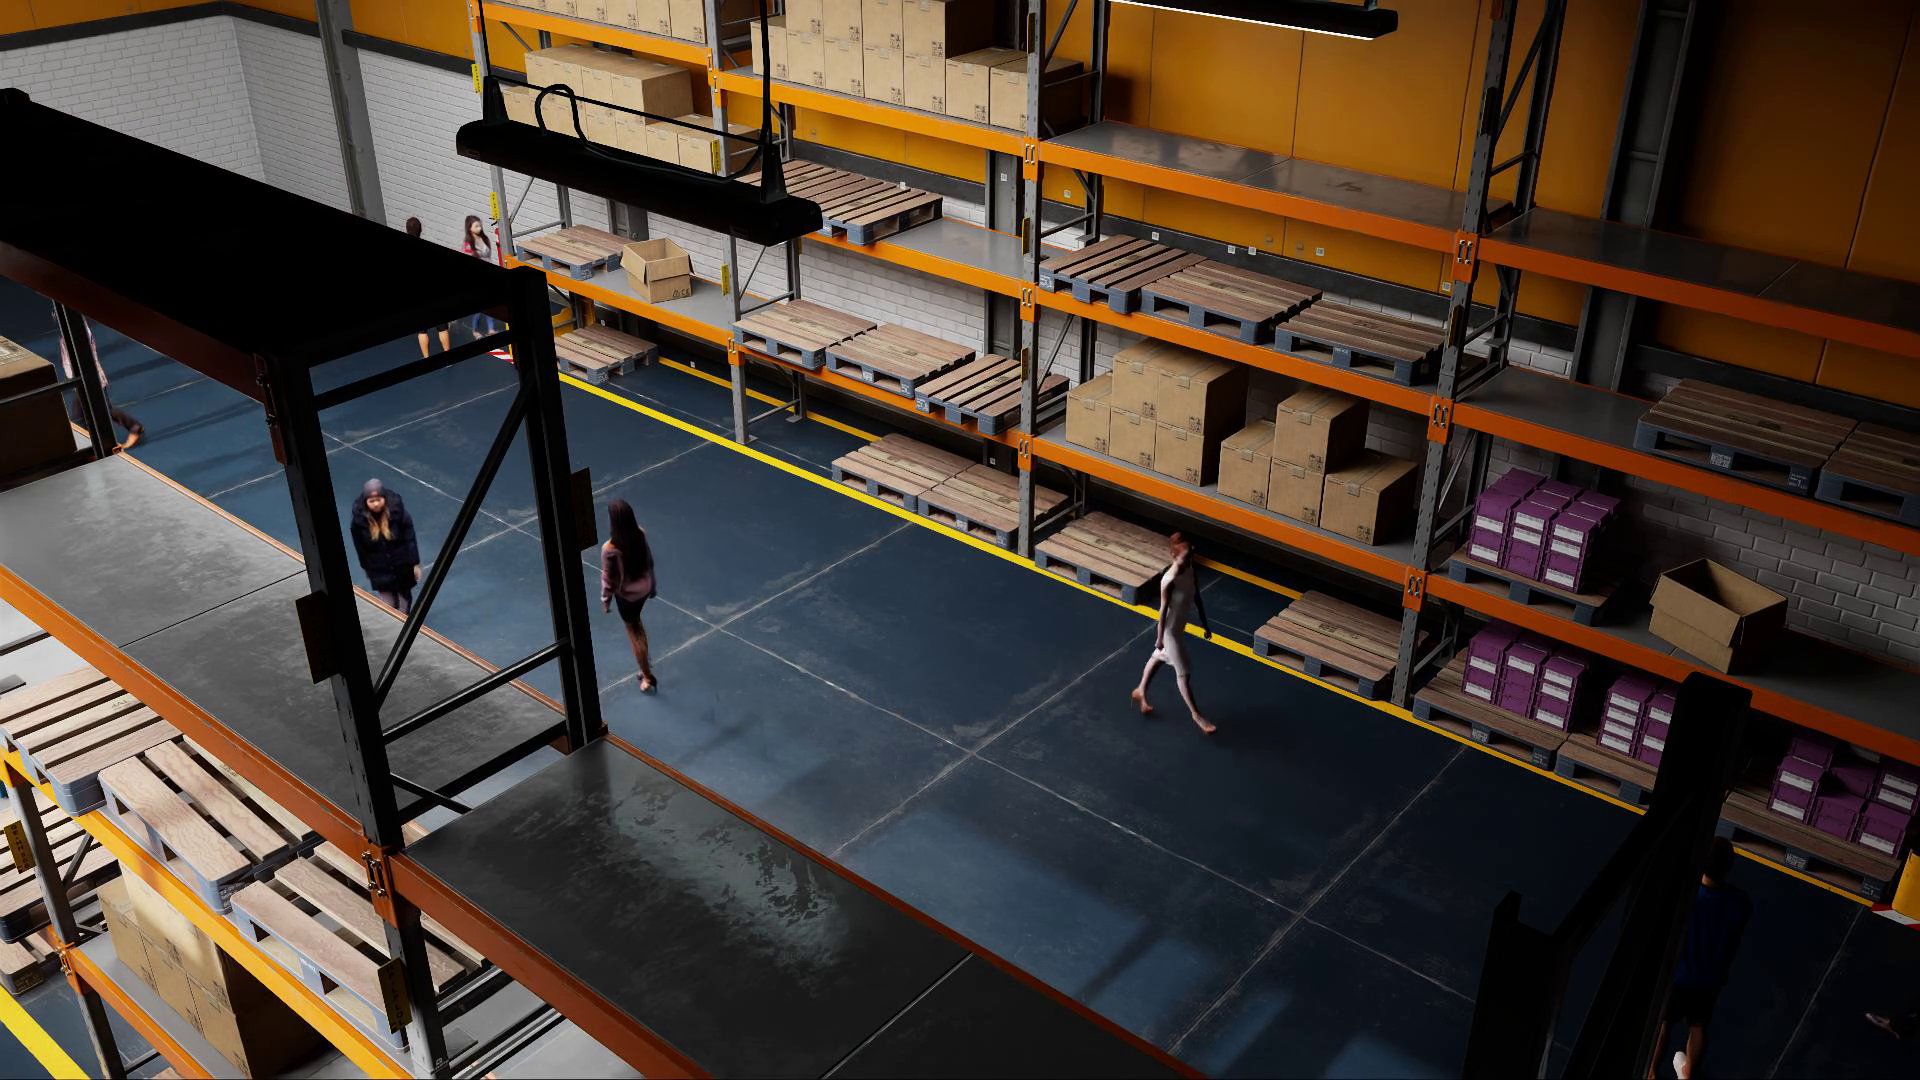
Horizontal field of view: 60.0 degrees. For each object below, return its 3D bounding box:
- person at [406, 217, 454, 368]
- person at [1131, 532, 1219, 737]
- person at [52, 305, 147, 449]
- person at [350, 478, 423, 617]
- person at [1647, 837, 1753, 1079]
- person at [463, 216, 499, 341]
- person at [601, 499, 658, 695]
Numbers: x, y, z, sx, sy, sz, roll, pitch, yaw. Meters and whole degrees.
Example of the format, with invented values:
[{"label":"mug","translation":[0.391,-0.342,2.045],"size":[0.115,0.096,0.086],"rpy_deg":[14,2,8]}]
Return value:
[{"label":"person","translation":[-6.431,-2.960,20.013],"size":[0.698,1.869,0.707],"rpy_deg":[-12,31,-20]},{"label":"person","translation":[1.636,0.721,13.386],"size":[1.039,1.753,0.624],"rpy_deg":[19,34,31]},{"label":"person","translation":[-9.312,-1.768,17.905],"size":[1.031,1.794,0.801],"rpy_deg":[19,34,31]},{"label":"person","translation":[-4.944,0.195,14.472],"size":[0.993,1.636,1.196],"rpy_deg":[-11,30,-19]},{"label":"person","translation":[4.357,2.554,9.907],"size":[0.718,1.866,0.802],"rpy_deg":[1,29,2]},{"label":"person","translation":[-6.045,-3.298,20.898],"size":[0.593,1.614,0.631],"rpy_deg":[17,33,28]},{"label":"person","translation":[-2.641,0.506,13.733],"size":[0.607,1.799,0.640],"rpy_deg":[22,35,34]}]
